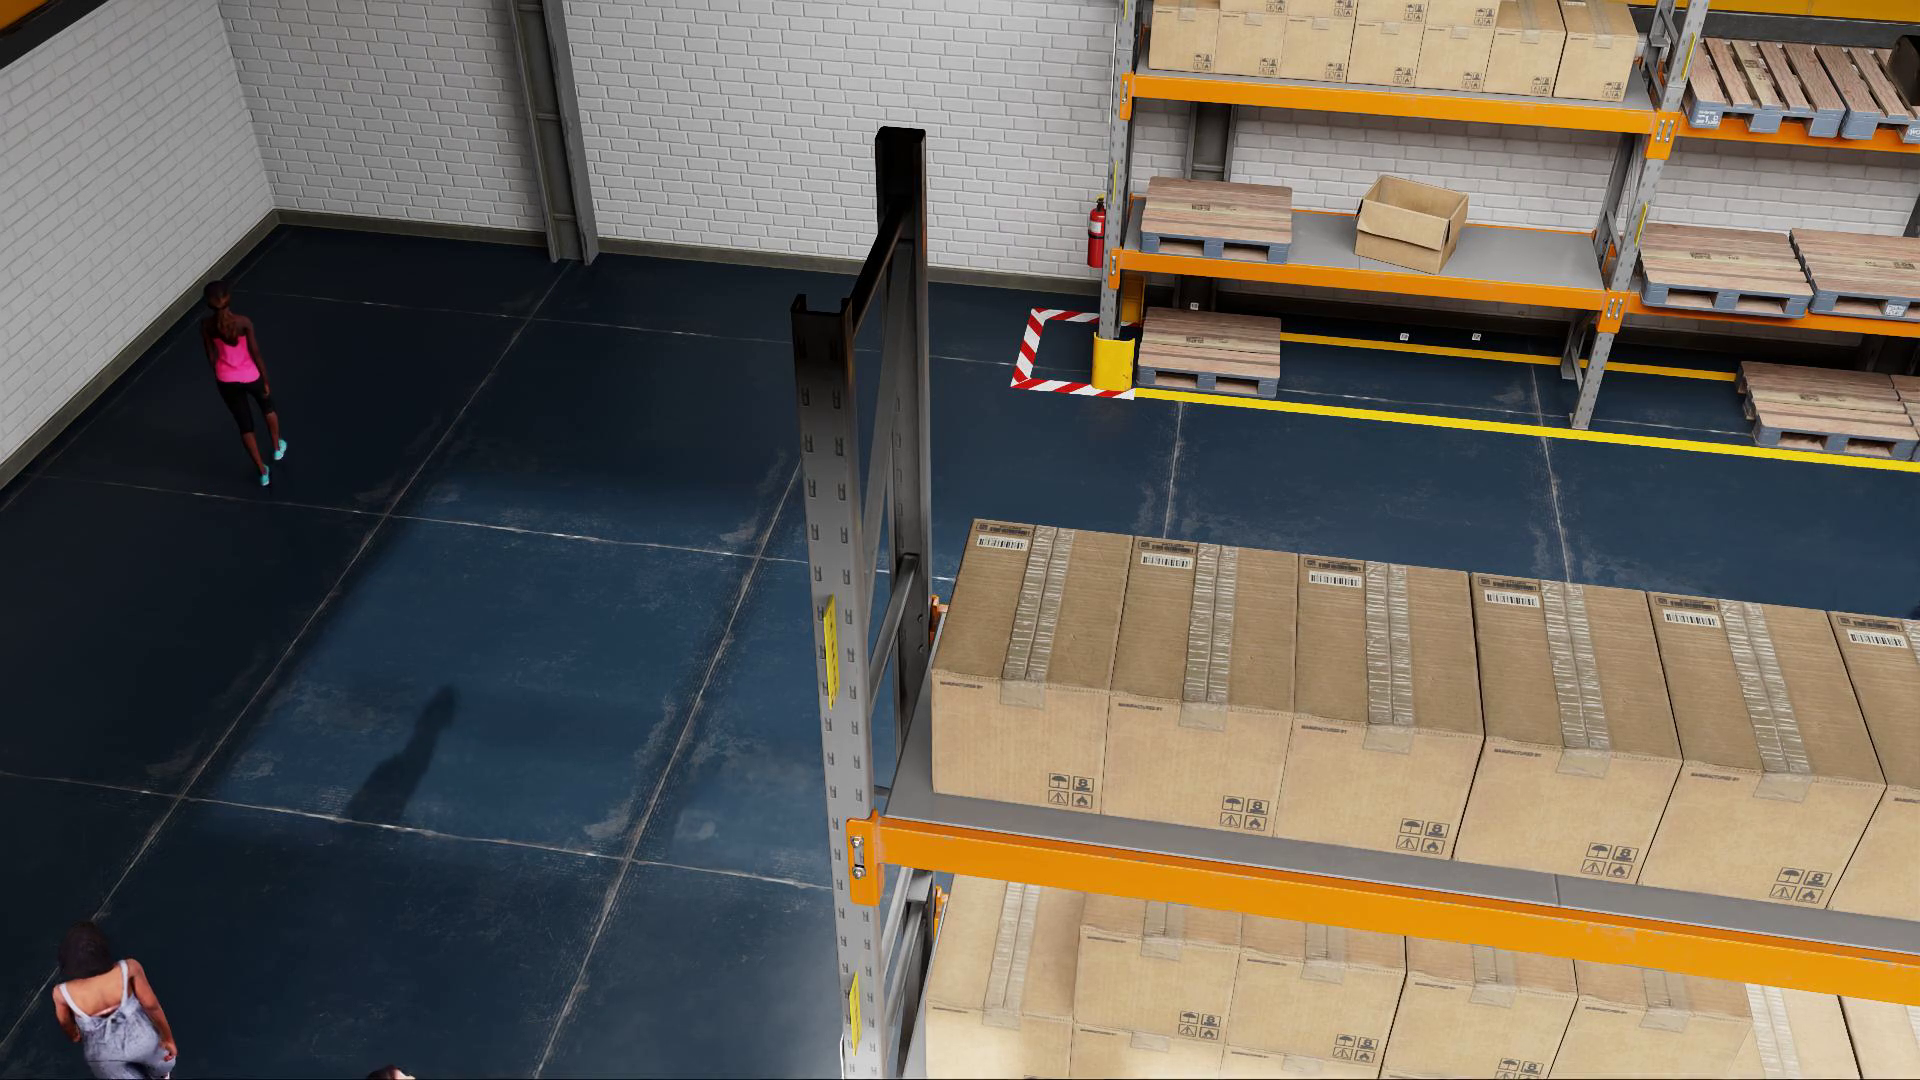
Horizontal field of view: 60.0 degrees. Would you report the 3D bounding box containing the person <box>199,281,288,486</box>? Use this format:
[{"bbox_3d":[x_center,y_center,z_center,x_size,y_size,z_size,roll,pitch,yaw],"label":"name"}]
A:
[{"bbox_3d":[-5.544,-1.169,12.827,0.815,1.701,0.822,-13,40,-16],"label":"person"}]

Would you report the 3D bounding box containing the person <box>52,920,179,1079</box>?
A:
[{"bbox_3d":[-4.075,2.570,8.193,1.062,1.642,1.159,-27,46,-30],"label":"person"}]
